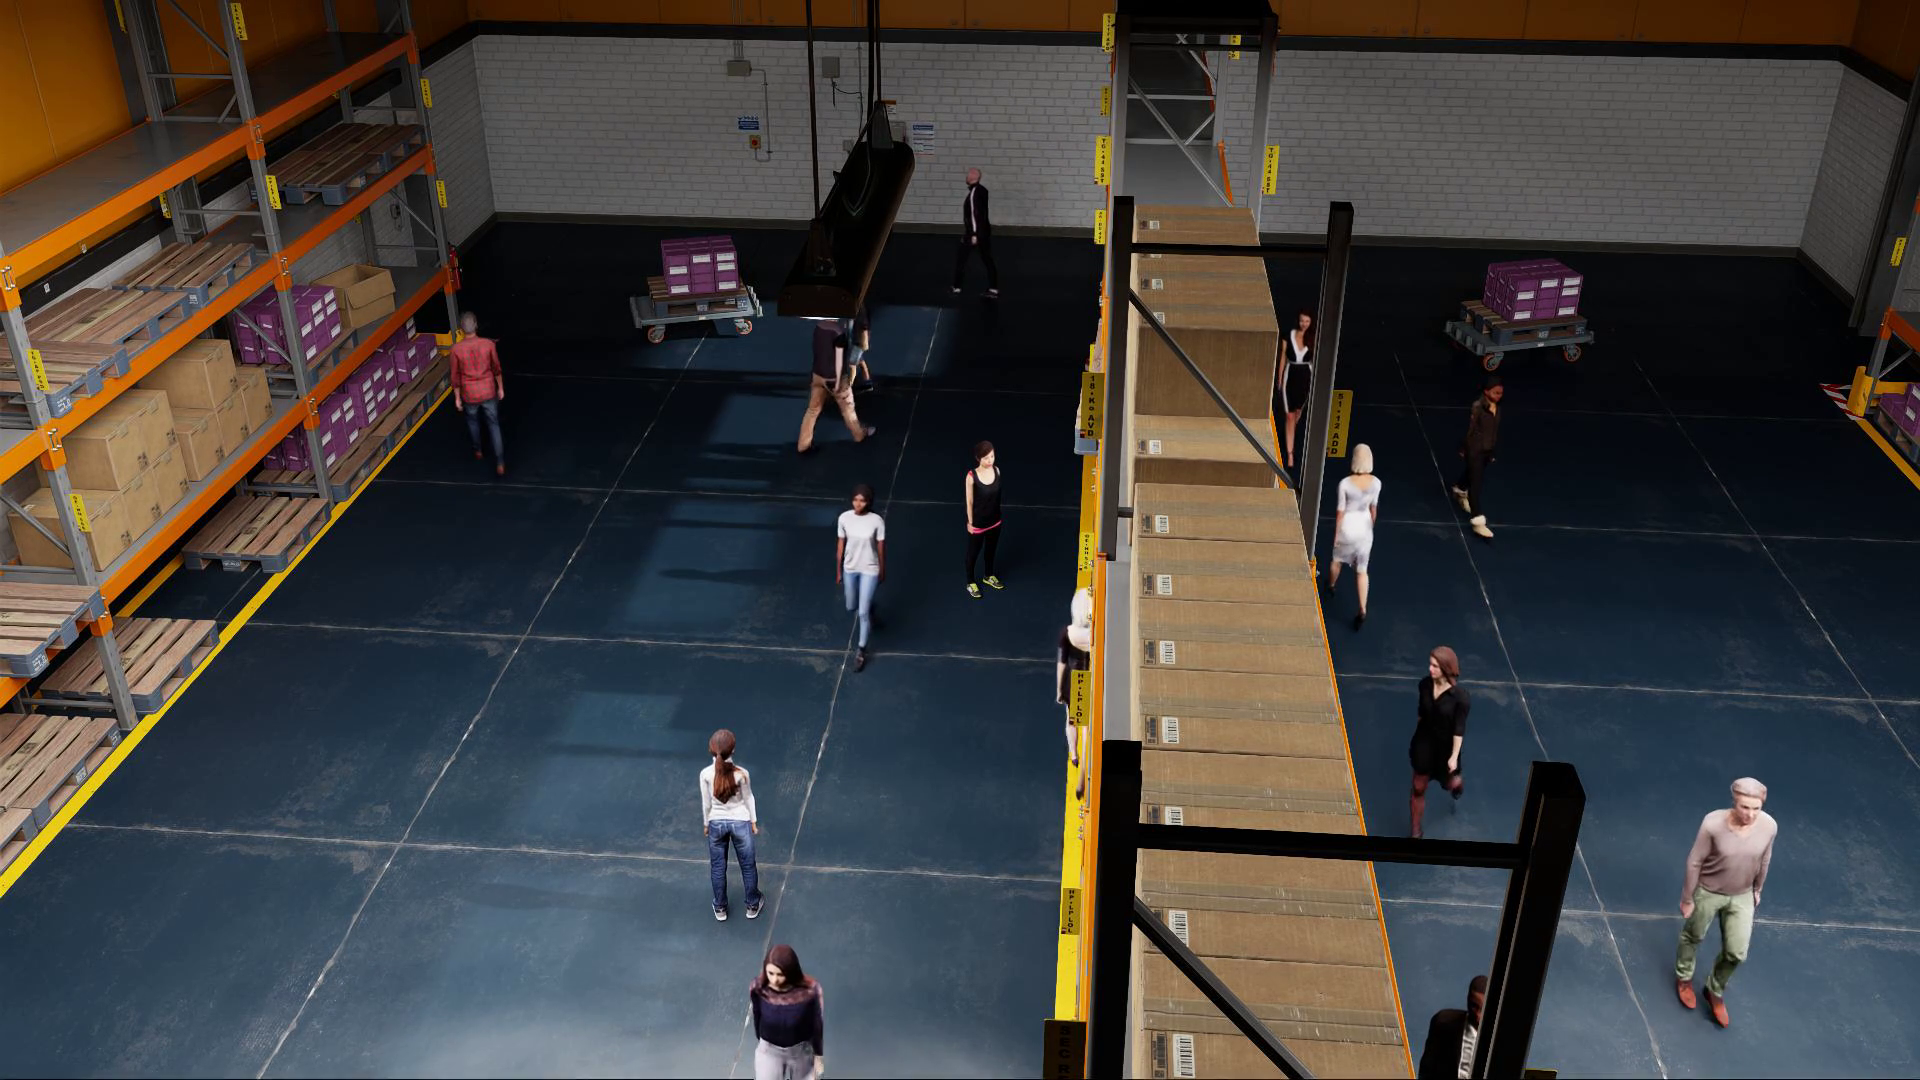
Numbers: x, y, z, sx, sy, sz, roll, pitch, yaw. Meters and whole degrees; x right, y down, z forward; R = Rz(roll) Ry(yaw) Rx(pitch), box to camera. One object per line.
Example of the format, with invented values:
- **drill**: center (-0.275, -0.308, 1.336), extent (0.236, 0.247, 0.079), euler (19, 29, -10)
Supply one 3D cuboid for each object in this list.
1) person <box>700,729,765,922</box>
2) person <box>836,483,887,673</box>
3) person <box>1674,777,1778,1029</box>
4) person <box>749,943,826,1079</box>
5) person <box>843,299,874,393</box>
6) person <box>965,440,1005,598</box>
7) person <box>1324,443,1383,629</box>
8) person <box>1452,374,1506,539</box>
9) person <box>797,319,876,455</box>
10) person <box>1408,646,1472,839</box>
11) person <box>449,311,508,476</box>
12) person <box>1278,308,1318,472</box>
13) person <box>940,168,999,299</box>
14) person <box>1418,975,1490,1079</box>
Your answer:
- **person**: center (-1.623, 1.993, 11.653), extent (0.562, 1.558, 0.544), euler (-2, 29, -3)
- **person**: center (-0.855, 0.256, 14.684), extent (0.722, 1.704, 1.044), euler (7, 29, 13)
- **person**: center (4.946, 2.247, 10.876), extent (0.706, 1.855, 0.691), euler (3, 29, 5)
- **person**: center (-0.998, 2.976, 9.817), extent (0.605, 1.590, 0.793), euler (1, 29, 2)
- **person**: center (-1.176, -2.413, 19.866), extent (0.828, 1.428, 0.838), euler (-13, 31, -22)
- **person**: center (0.224, -0.226, 15.726), extent (0.619, 1.553, 0.673), euler (-20, 35, -33)
- **person**: center (3.629, -0.010, 15.170), extent (0.728, 1.706, 1.133), euler (-3, 29, -5)
- **person**: center (5.353, -0.853, 16.775), extent (1.194, 1.648, 1.017), euler (0, 29, 0)
- **person**: center (-1.521, -1.771, 18.312), extent (1.264, 1.787, 1.171), euler (-24, 37, -37)
- **person**: center (3.608, 1.523, 12.395), extent (0.992, 1.672, 1.105), euler (24, 37, 37)
- **person**: center (-5.148, -1.540, 17.888), extent (1.010, 1.789, 1.243), euler (-10, 30, -17)
- **person**: center (3.699, -1.717, 18.251), extent (0.588, 1.752, 1.098), euler (2, 29, 4)
- **person**: center (0.327, -4.132, 22.627), extent (0.961, 1.802, 1.056), euler (11, 31, 20)
- **person**: center (2.791, 3.145, 9.288), extent (0.694, 1.800, 0.623), euler (8, 30, 14)
